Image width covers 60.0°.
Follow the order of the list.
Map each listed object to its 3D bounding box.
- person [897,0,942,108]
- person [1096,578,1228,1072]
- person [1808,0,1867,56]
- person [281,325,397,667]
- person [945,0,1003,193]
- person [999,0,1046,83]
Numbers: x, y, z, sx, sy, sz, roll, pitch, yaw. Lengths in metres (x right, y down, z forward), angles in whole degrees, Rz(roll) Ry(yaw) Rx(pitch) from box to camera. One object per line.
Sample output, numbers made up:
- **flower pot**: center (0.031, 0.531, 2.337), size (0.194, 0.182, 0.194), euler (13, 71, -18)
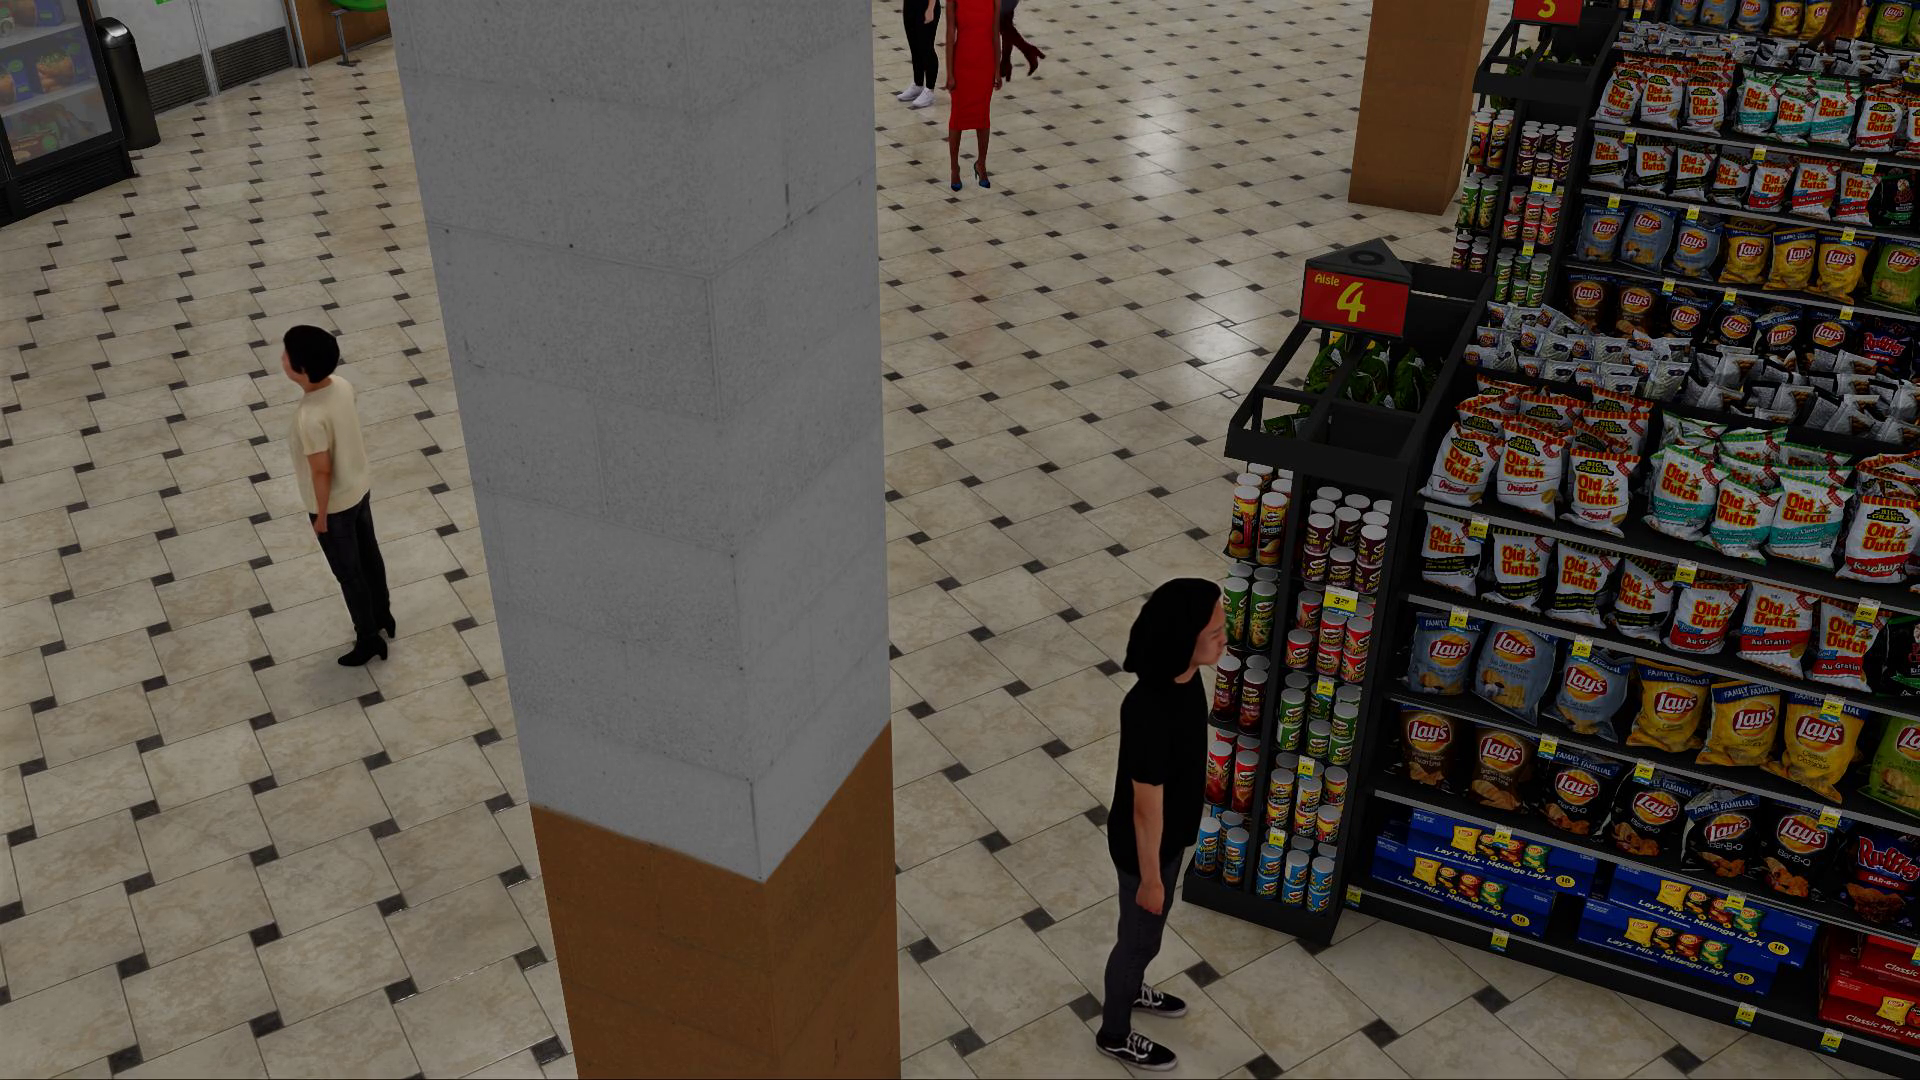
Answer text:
- **person**: center (-0.331, -4.488, 13.955), size (0.767, 1.639, 0.673), euler (-20, 37, -29)
- **person**: center (0.591, 0.885, 5.143), size (0.534, 1.827, 0.629), euler (11, 34, 17)
- **person**: center (5.729, -2.932, 11.440), size (1.226, 1.655, 0.821), euler (25, 40, 35)
- **person**: center (-2.649, -0.187, 7.091), size (0.627, 1.588, 0.658), euler (1, 32, 1)
- **person**: center (0.090, -3.437, 12.165), size (0.622, 1.747, 0.704), euler (-7, 33, -11)
- **person**: center (0.470, -4.773, 14.362), size (0.915, 1.695, 0.714), euler (23, 38, 32)
